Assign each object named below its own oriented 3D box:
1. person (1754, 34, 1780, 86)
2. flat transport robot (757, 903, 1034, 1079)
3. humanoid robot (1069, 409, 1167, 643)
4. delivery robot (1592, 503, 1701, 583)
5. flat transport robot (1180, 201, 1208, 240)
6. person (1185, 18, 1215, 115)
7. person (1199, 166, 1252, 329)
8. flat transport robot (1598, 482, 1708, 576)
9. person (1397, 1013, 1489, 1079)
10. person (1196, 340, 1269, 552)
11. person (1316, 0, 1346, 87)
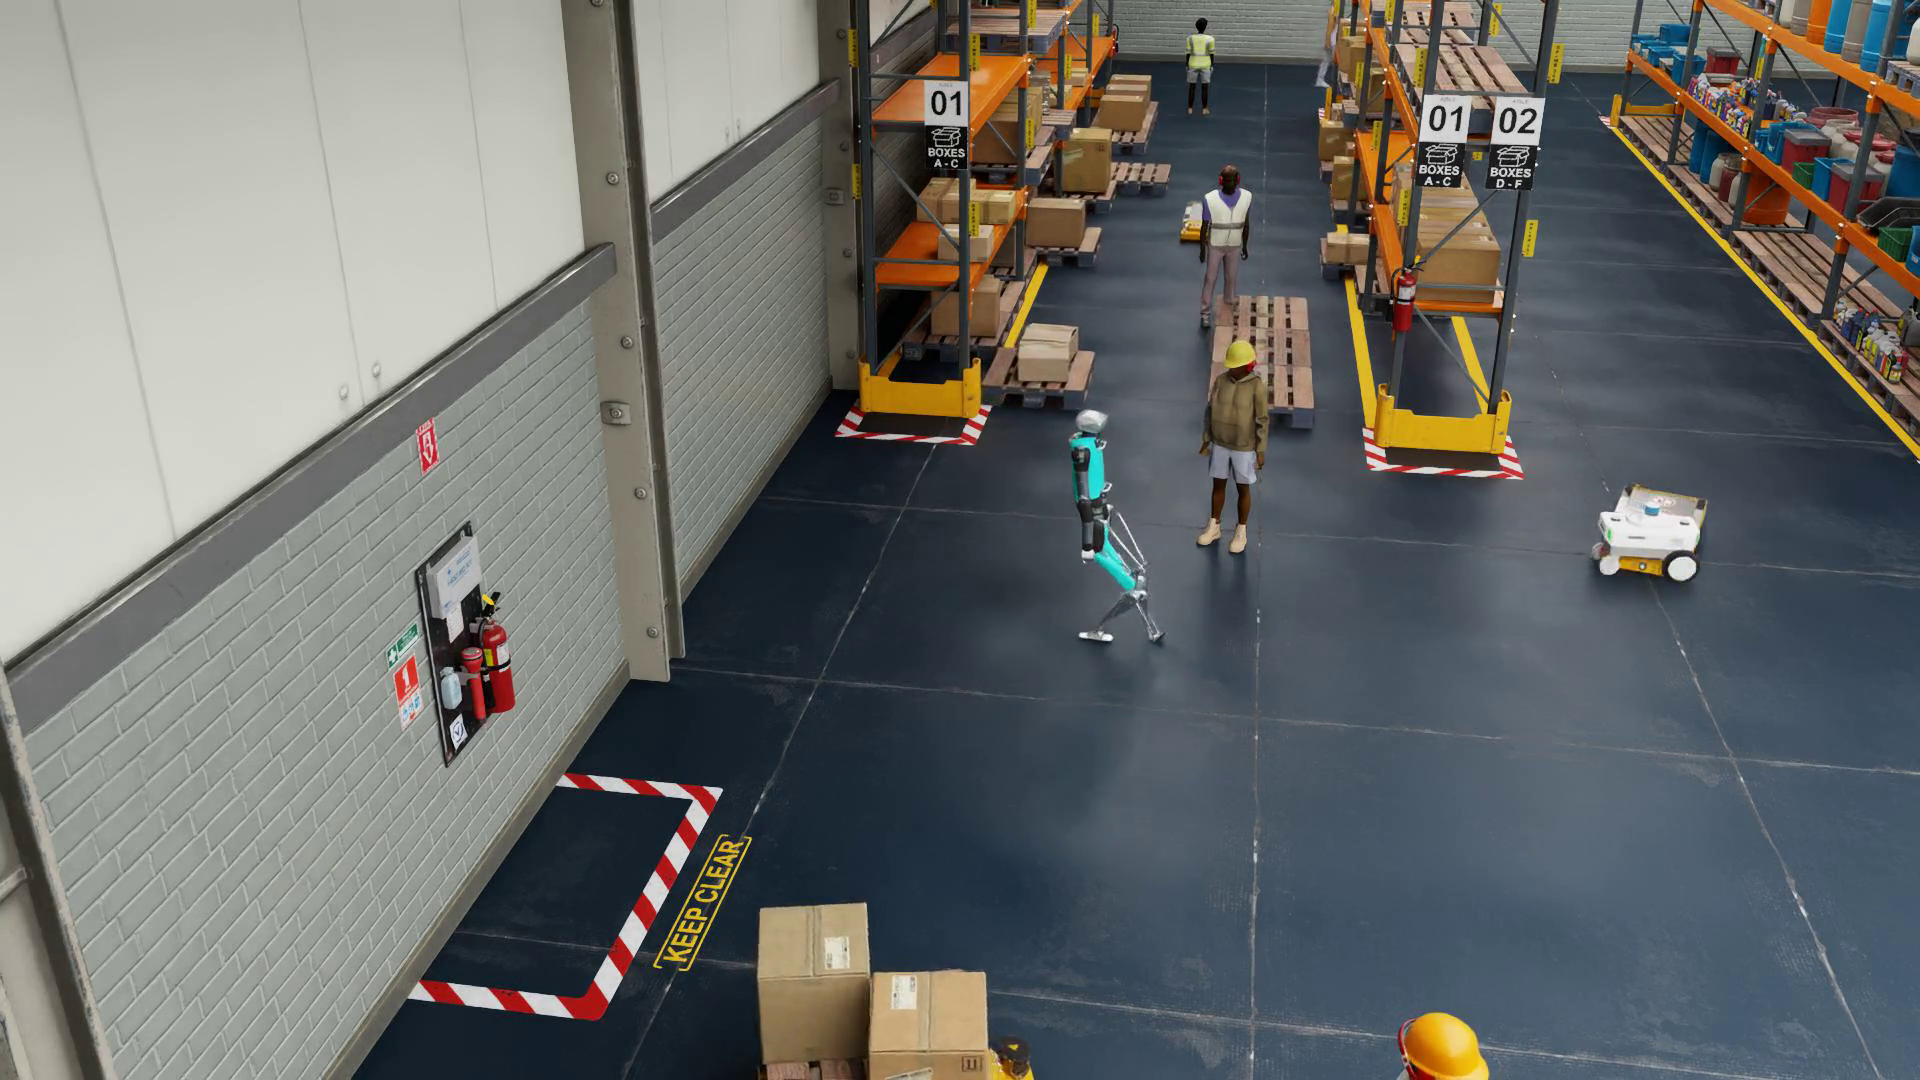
[{"bbox_3d":[15.872,-9.827,32.623,0.327,1.765,0.525,-14,29,-28],"label":"person"},{"bbox_3d":[-0.332,2.660,7.665,1.431,0.231,0.659,-4,25,-9],"label":"flat transport robot"},{"bbox_3d":[1.173,-0.002,11.723,0.855,1.861,0.545,6,26,12],"label":"humanoid robot"},{"bbox_3d":[5.401,0.008,13.025,0.811,0.614,0.499,3,25,7],"label":"delivery robot"},{"bbox_3d":[3.386,-4.338,22.643,0.659,0.231,1.431,5,25,10],"label":"flat transport robot"},{"bbox_3d":[4.295,-8.484,29.826,0.532,1.697,0.320,6,26,13],"label":"person"},{"bbox_3d":[2.924,-3.262,18.502,0.574,1.832,0.400,-7,26,-14],"label":"person"},{"bbox_3d":[5.660,-0.086,13.541,0.659,0.231,1.431,13,28,25],"label":"flat transport robot"},{"bbox_3d":[1.651,2.494,6.115,0.574,1.888,0.391,-23,33,-40],"label":"person"},{"bbox_3d":[2.187,-0.764,13.234,0.542,1.755,0.414,16,29,30],"label":"person"},{"bbox_3d":[7.374,-9.678,32.238,0.908,1.827,0.511,11,27,22],"label":"person"}]
